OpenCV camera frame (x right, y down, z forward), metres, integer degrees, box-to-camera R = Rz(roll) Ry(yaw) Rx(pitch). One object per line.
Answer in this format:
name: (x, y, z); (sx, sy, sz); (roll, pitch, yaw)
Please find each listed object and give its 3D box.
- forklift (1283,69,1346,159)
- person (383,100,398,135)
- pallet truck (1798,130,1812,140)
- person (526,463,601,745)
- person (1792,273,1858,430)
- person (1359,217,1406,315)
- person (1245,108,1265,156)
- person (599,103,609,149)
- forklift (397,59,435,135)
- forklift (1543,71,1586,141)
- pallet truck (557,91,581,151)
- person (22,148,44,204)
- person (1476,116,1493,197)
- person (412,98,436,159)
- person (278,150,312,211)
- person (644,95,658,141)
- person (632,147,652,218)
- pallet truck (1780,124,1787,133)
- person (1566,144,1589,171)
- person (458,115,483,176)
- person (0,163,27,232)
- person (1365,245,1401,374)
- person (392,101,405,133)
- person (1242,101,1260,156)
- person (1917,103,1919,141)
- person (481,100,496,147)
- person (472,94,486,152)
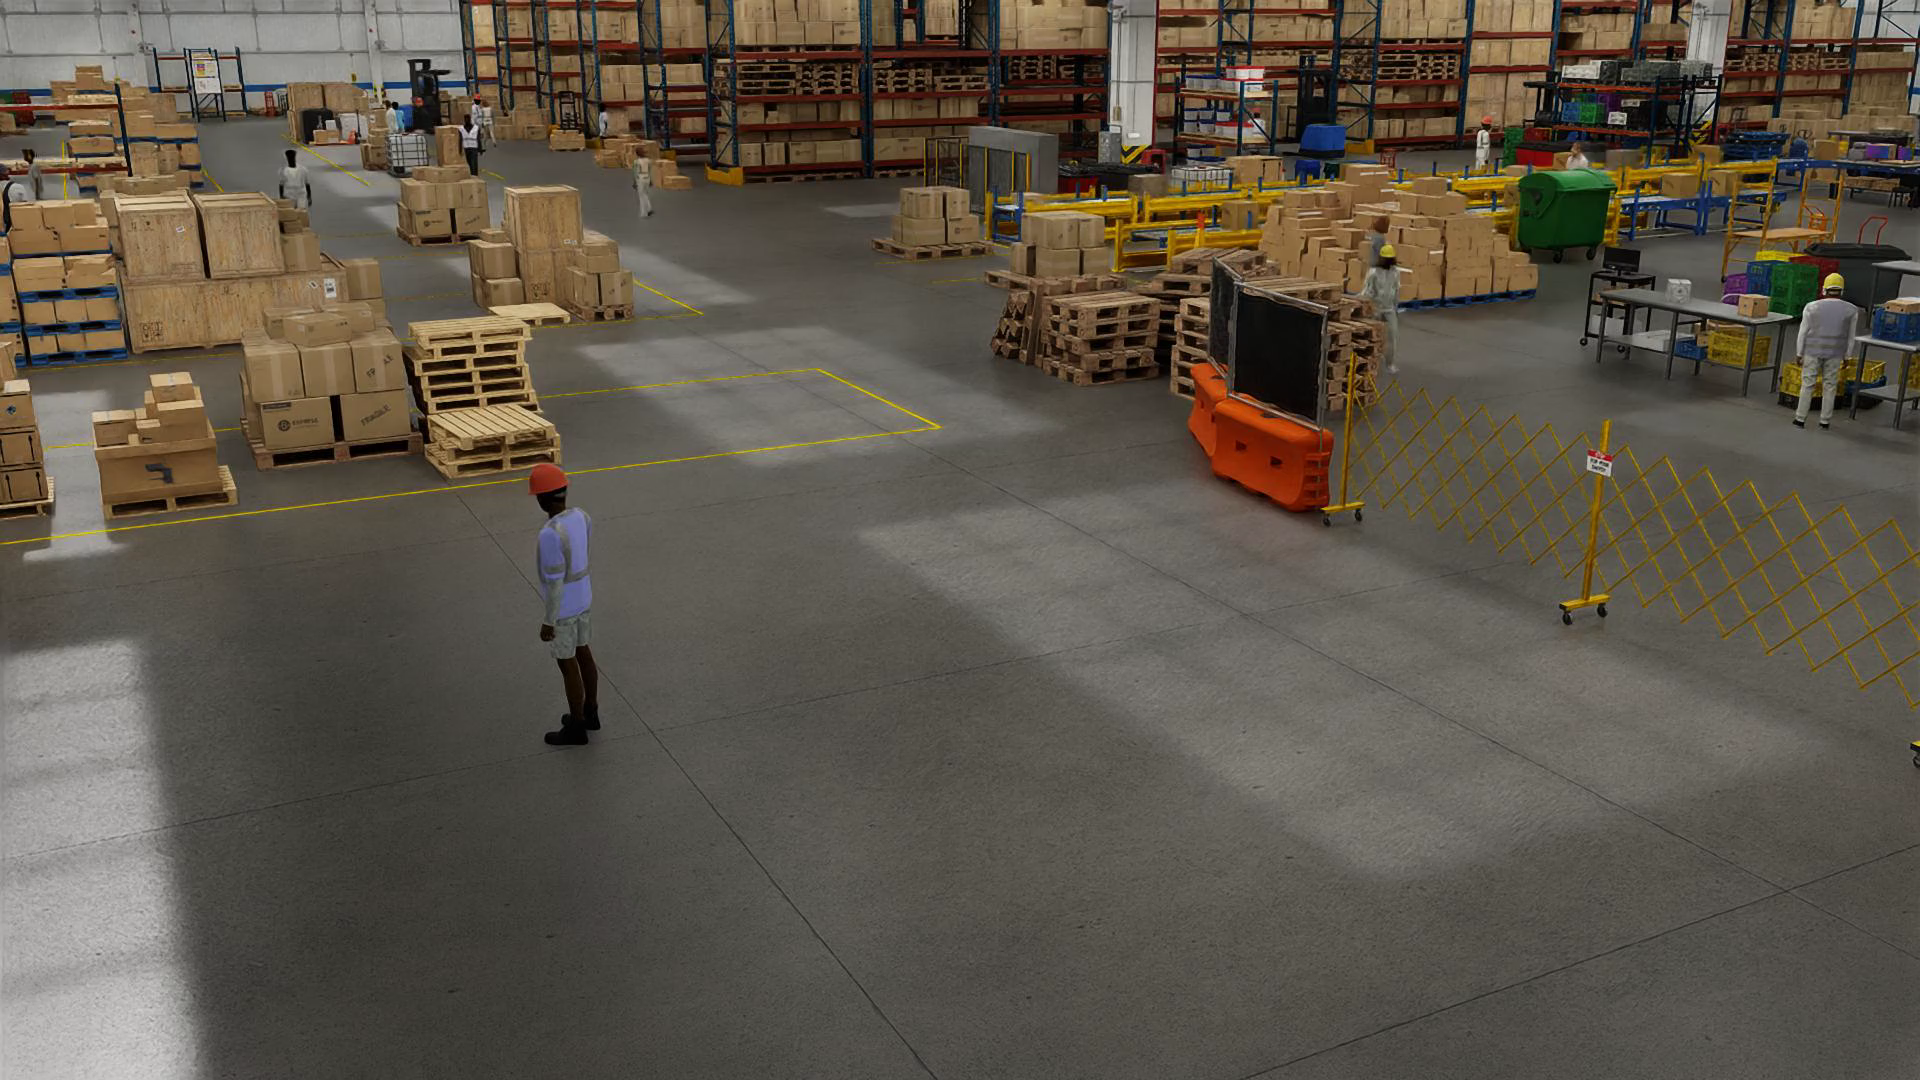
forklift: (11.615, -13.871, 54.079); (1.129, 2.768, 1.873); (-9, 20, -27)
person: (-18.183, -13.105, 53.245); (0.396, 1.926, 0.641); (-5, 19, -16)
pallet truck: (25.526, -11.556, 49.408); (1.630, 1.274, 0.653); (-9, 20, -26)
person: (-2.642, 0.427, 11.039); (0.375, 1.927, 0.543); (4, 18, 12)
person: (10.060, -2.189, 19.369); (0.595, 1.824, 0.404); (6, 19, 17)
person: (6.679, -4.320, 26.391); (0.838, 1.589, 0.510); (5, 18, 16)
person: (8.811, -11.936, 49.660); (0.545, 1.895, 1.004); (0, 18, -1)
person: (-11.935, -13.878, 56.021); (0.640, 1.677, 0.531); (-7, 19, -21)
forklift: (-20.816, -17.160, 64.332); (1.873, 2.768, 1.129); (8, 19, 24)
forklift: (18.685, -13.231, 52.085); (1.873, 2.768, 1.129); (-9, 20, -26)
pallet truck: (-13.495, -14.412, 57.188); (0.823, 1.965, 1.885); (-3, 18, -9)
person: (-19.914, -7.526, 35.948); (0.582, 1.858, 0.538); (-9, 20, -25)
person: (13.609, -9.961, 43.239); (0.370, 2.044, 0.608); (-1, 18, -3)
person: (-17.295, -13.290, 53.772); (0.992, 1.936, 0.648); (8, 20, 24)
person: (-13.936, -7.214, 34.892); (0.611, 1.919, 1.032); (-6, 19, -18)
person: (-10.422, -13.981, 55.971); (0.431, 1.918, 0.663); (-7, 19, -22)
person: (-7.453, -8.374, 38.945); (0.370, 1.626, 0.536); (13, 22, 35)
pallet truck: (25.206, -12.542, 52.601); (1.601, 1.201, 0.680); (0, 18, -2)
person: (13.649, -7.889, 37.085); (1.010, 1.847, 0.664); (-7, 19, -20)
person: (-13.724, -10.929, 46.538); (0.623, 1.867, 0.988); (-1, 18, -5)
person: (-17.474, -5.905, 30.598); (0.684, 2.000, 0.538); (-6, 19, -19)
person: (5.707, -3.094, 22.357); (0.508, 1.711, 0.769); (-4, 18, -12)
person: (-19.022, -13.972, 56.298); (0.322, 1.697, 0.532); (12, 22, 34)
person: (9.483, -13.427, 54.313); (0.641, 1.889, 0.648); (-11, 21, -31)
person: (35.639, -15.700, 61.312); (0.630, 1.918, 1.099); (13, 22, 35)
person: (-16.696, -14.735, 58.831); (0.518, 1.603, 0.815); (-10, 20, -28)
person: (-16.378, -14.178, 56.582); (0.388, 1.930, 0.541); (1, 18, 3)
